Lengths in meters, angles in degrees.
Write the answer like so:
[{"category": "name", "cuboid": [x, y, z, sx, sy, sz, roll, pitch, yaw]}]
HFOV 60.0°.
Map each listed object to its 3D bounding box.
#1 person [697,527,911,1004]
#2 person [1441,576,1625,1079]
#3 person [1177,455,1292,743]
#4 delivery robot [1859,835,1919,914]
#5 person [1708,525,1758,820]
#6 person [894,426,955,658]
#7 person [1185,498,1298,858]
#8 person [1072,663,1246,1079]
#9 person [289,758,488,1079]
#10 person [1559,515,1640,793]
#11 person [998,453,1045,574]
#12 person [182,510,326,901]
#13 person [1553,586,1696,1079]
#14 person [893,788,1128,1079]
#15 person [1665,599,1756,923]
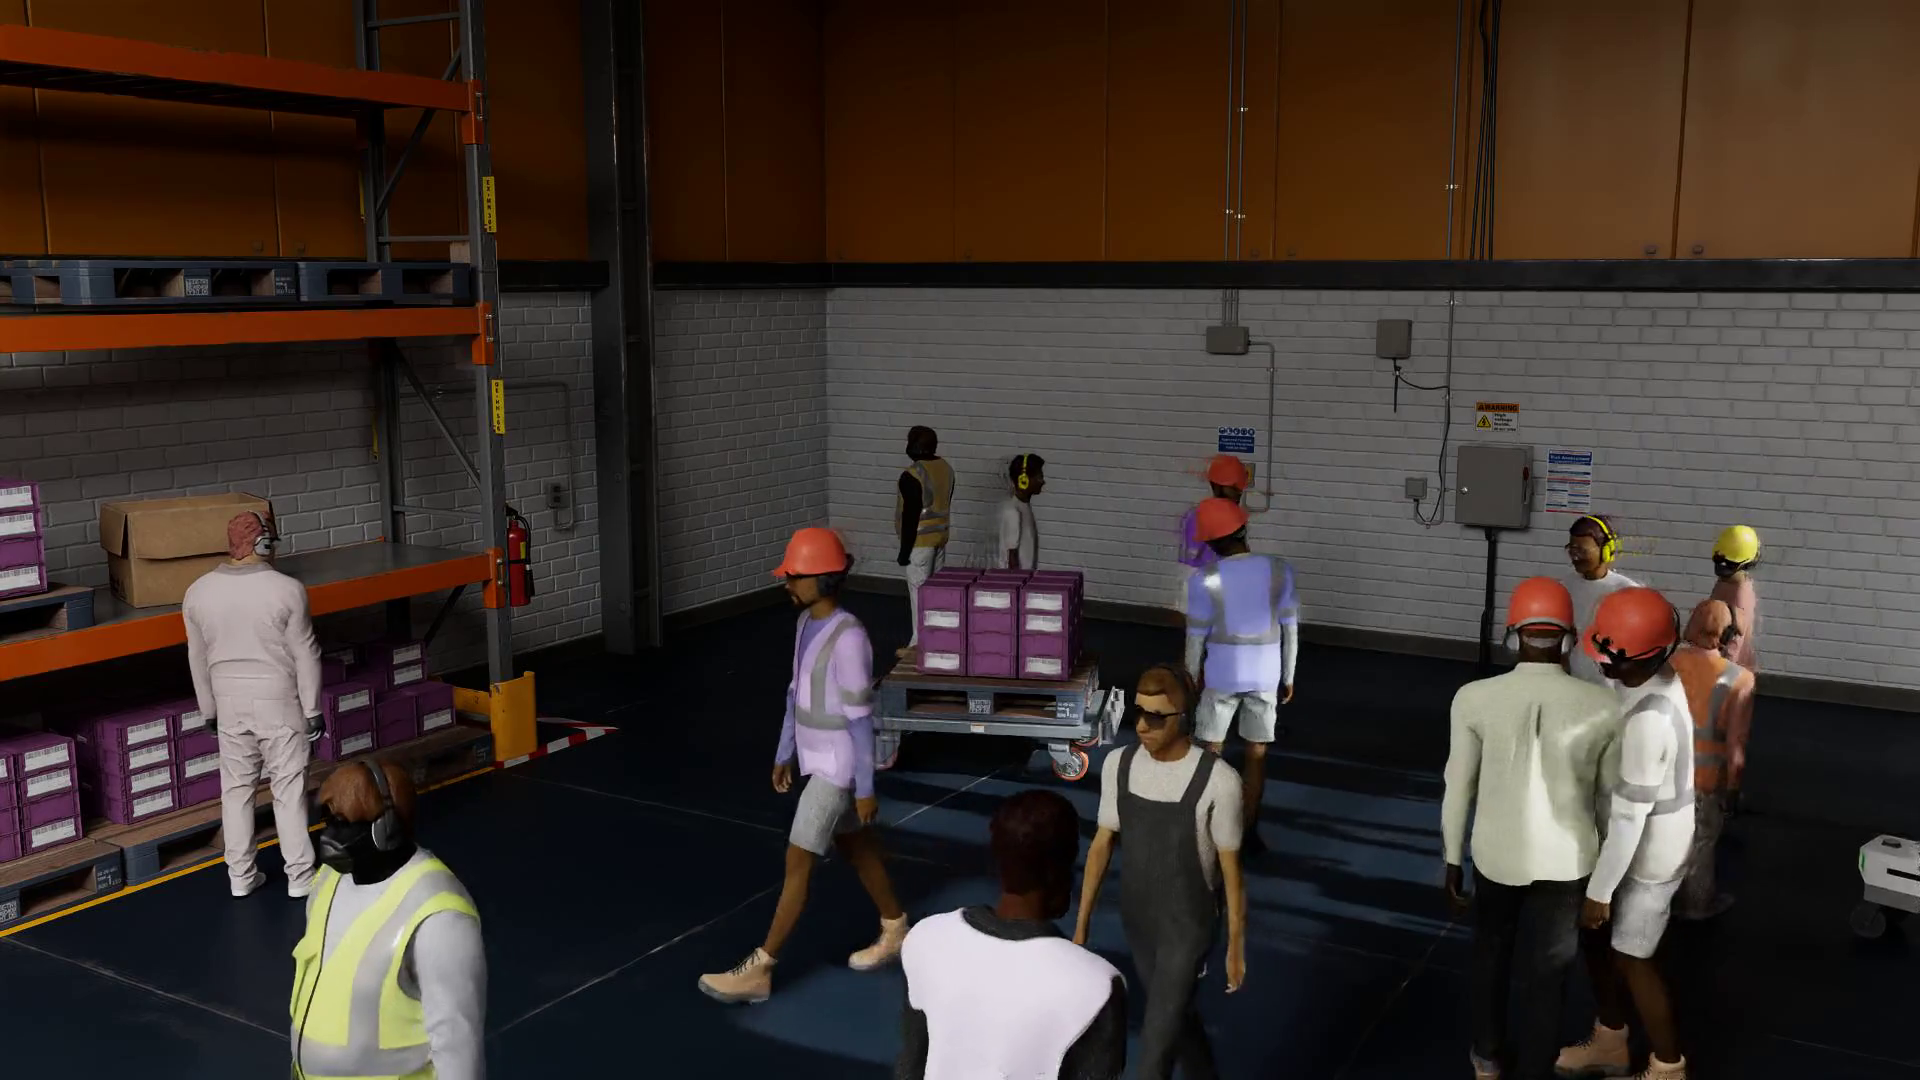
[{"category": "person", "cuboid": [-0.611, 0.928, 7.013, 1.024, 1.985, 0.624, -3, 10, -19]}, {"category": "person", "cuboid": [2.077, 1.097, 5.990, 0.625, 1.959, 0.834, 4, 10, 23]}, {"category": "person", "cuboid": [1.714, 0.372, 10.844, 1.046, 1.868, 0.581, 7, 12, 38]}, {"category": "delivery robot", "cuboid": [4.436, 1.524, 7.441, 0.477, 0.478, 0.707, -8, 12, -42]}, {"category": "person", "cuboid": [4.030, 0.753, 8.889, 0.387, 1.719, 0.551, 3, 10, 20]}, {"category": "person", "cuboid": [-0.301, 0.017, 13.132, 0.429, 1.845, 0.625, 5, 10, 29]}, {"category": "person", "cuboid": [1.434, 0.731, 8.540, 0.606, 1.894, 0.410, 0, 9, -3]}, {"category": "person", "cuboid": [0.641, 1.276, 5.441, 0.532, 1.789, 0.986, 8, 12, 41]}, {"category": "person", "cuboid": [-1.446, 1.440, 4.301, 0.516, 1.828, 0.630, -8, 12, -43]}, {"category": "person", "cuboid": [3.096, 0.792, 8.304, 0.802, 1.835, 0.547, -3, 10, -21]}, {"category": "person", "cuboid": [0.340, 0.336, 11.145, 0.619, 1.851, 0.521, 2, 9, 10]}, {"category": "person", "cuboid": [-3.365, 0.803, 8.048, 0.636, 1.903, 0.405, 1, 9, 6]}, {"category": "person", "cuboid": [2.380, 1.107, 5.908, 0.594, 1.975, 0.706, 3, 9, 16]}, {"category": "person", "cuboid": [0.060, 1.508, 3.779, 0.606, 1.873, 0.929, 8, 12, 41]}, {"category": "person", "cuboid": [3.290, 1.044, 7.502, 0.842, 1.584, 0.570, -8, 12, -39]}]
